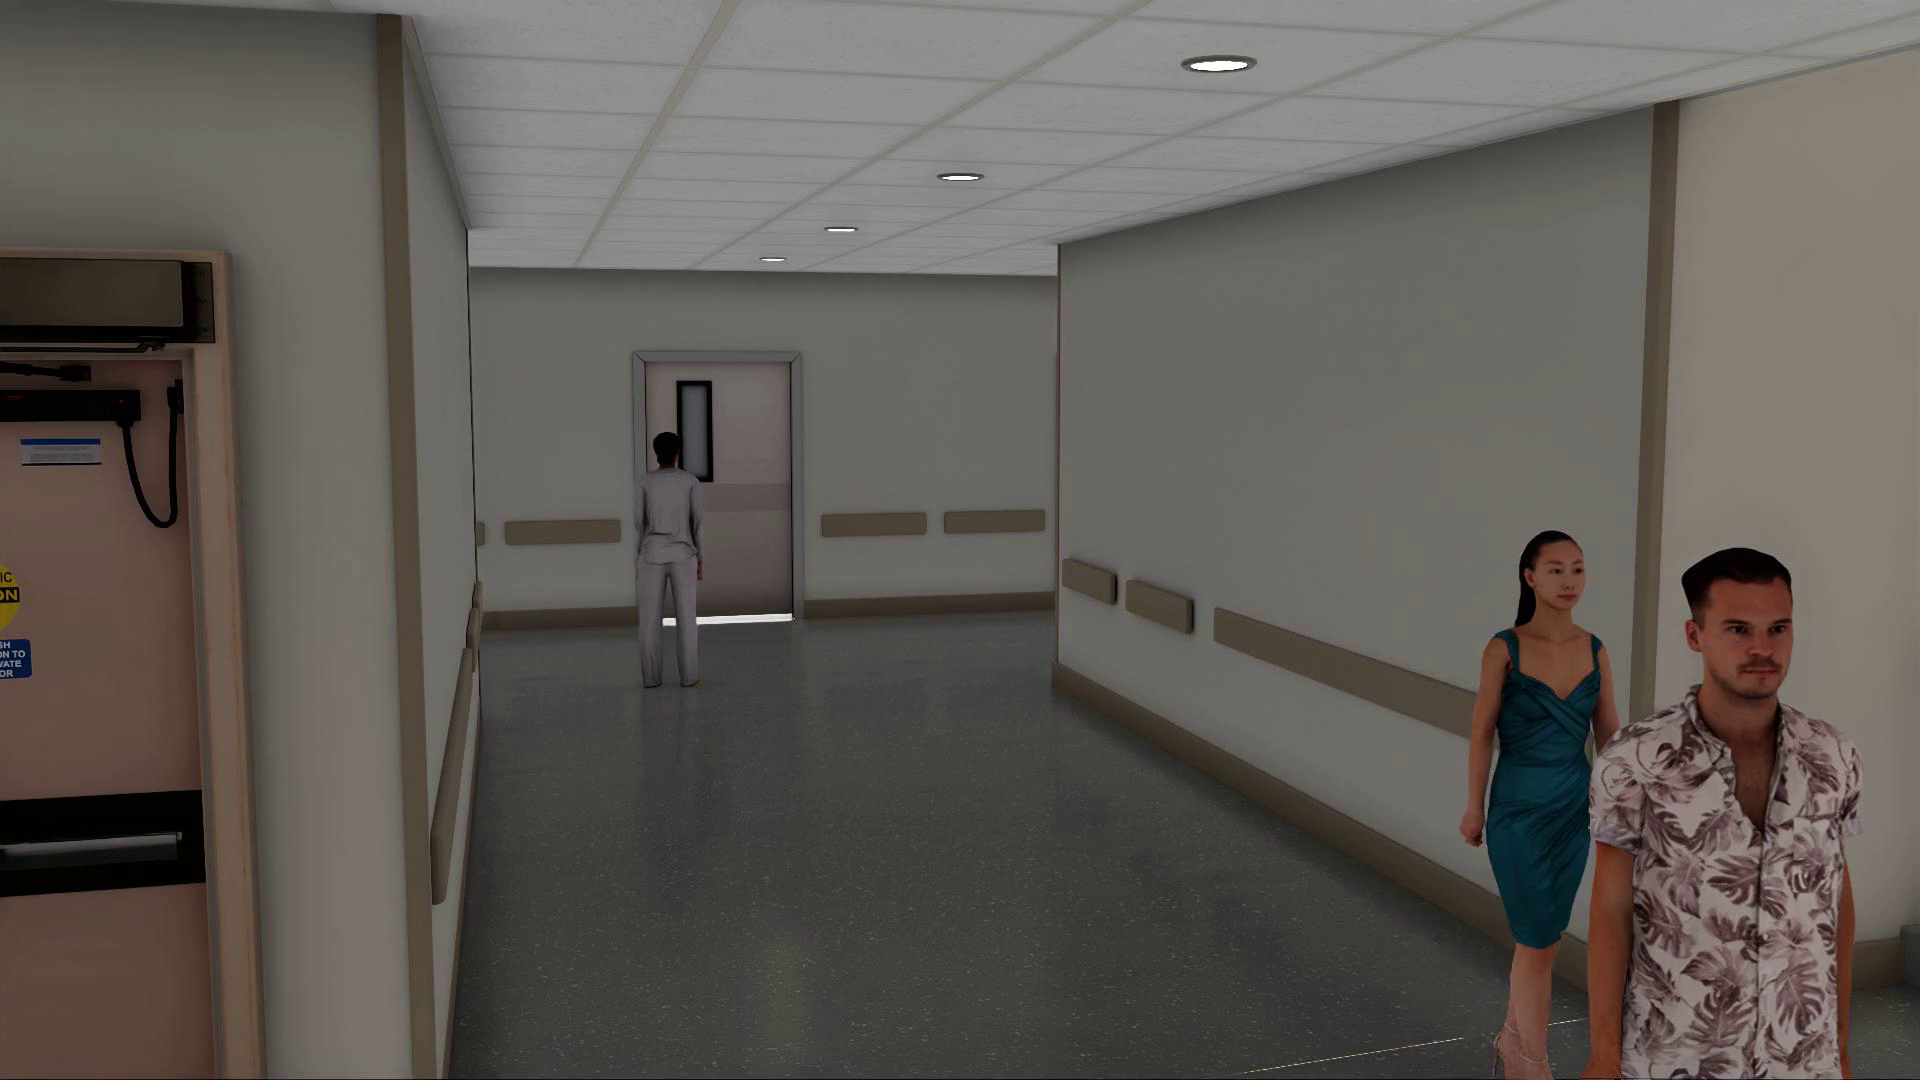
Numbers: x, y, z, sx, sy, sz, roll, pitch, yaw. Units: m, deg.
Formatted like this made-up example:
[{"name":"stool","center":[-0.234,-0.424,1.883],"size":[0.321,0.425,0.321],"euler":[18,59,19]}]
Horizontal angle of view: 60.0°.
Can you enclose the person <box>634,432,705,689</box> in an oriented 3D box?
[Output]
[{"name":"person","center":[-1.988,0.126,11.339],"size":[0.506,1.735,0.704],"euler":[-1,6,-7]}]

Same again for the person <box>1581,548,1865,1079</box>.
[{"name":"person","center":[1.417,0.912,3.126],"size":[0.575,1.814,0.774],"euler":[0,6,-2]}]

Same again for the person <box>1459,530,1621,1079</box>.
[{"name":"person","center":[1.659,0.811,4.863],"size":[0.652,1.669,0.683],"euler":[-1,6,-9]}]
